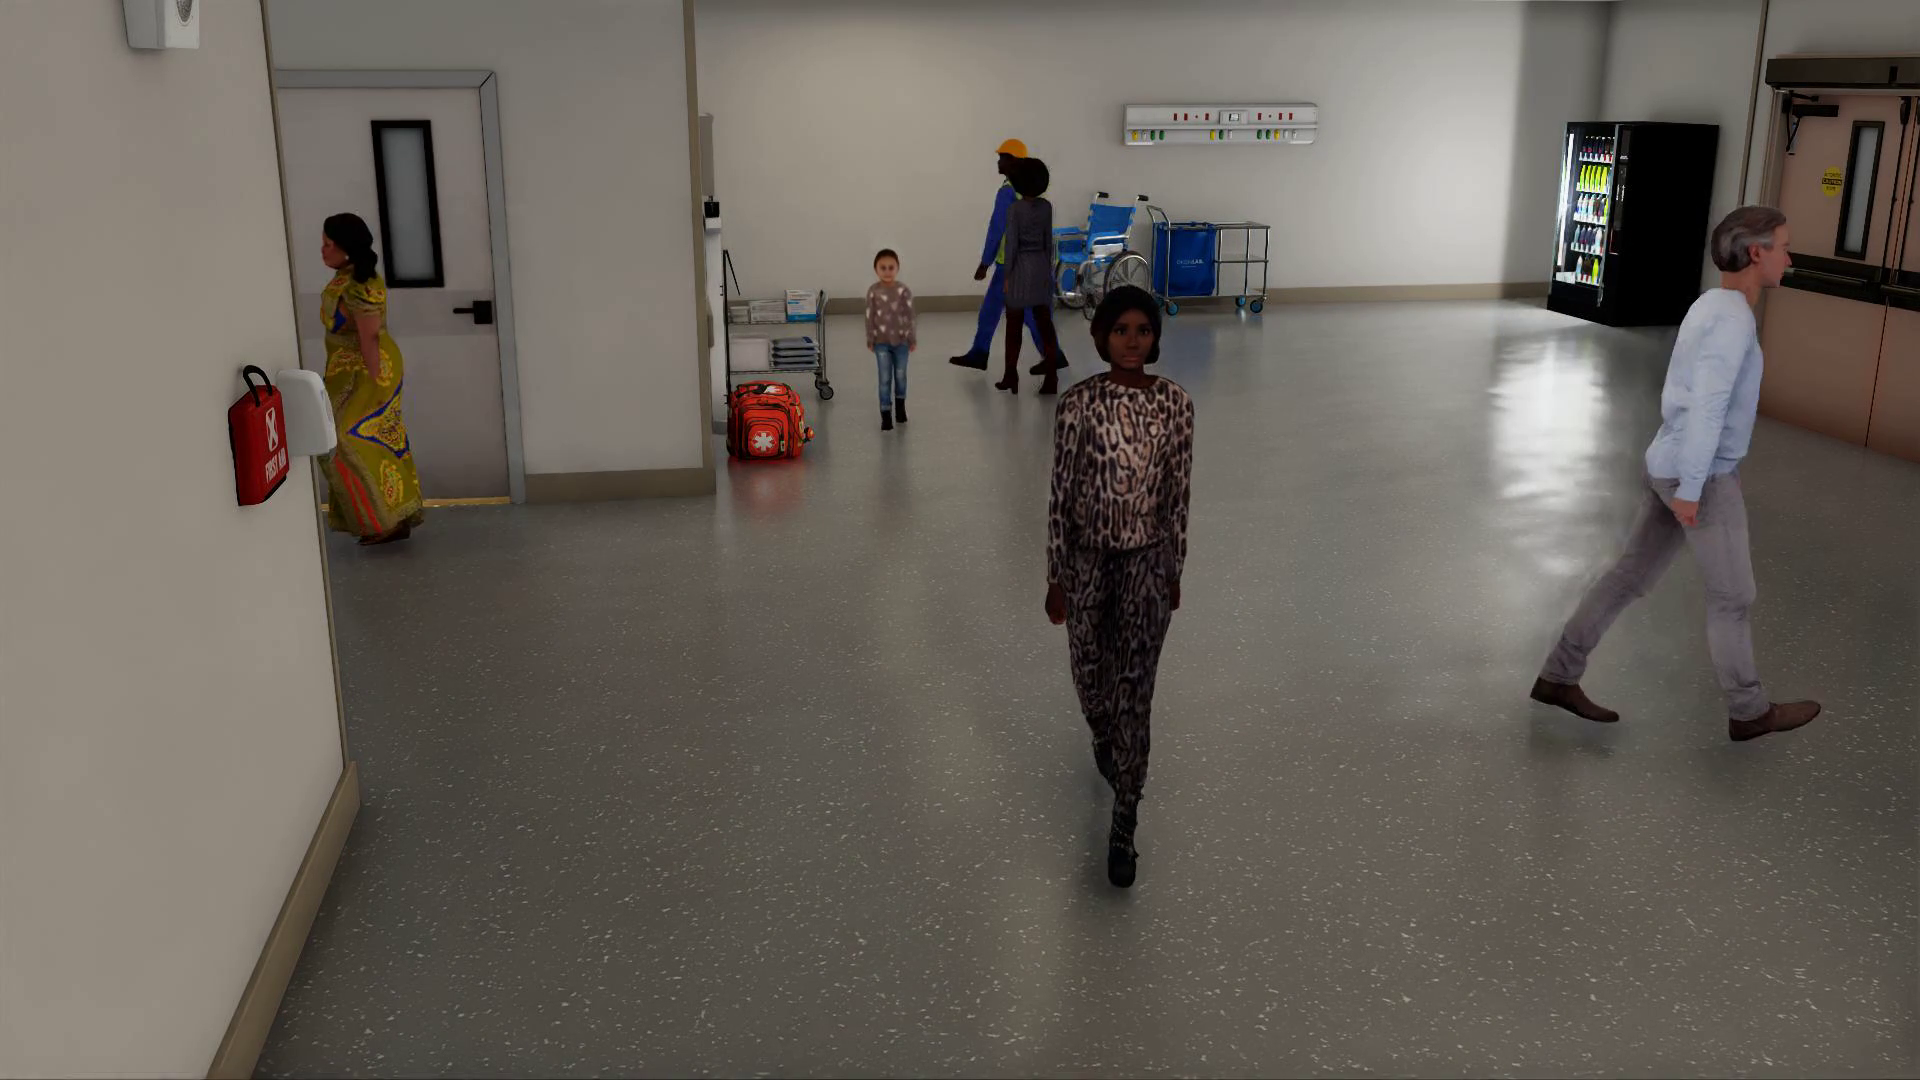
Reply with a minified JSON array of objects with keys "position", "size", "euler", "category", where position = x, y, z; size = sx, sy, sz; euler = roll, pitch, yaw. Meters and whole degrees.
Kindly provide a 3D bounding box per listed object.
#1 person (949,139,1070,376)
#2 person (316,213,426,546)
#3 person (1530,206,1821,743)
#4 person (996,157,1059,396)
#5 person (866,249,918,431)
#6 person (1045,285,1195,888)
[{"position":[0.468,-2.113,12.702],"size":[1.043,1.773,1.235],"euler":[4,16,14],"category":"person"},{"position":[-2.846,-0.779,8.206],"size":[0.927,1.645,0.753],"euler":[-6,17,-21],"category":"person"},{"position":[2.433,-0.184,5.734],"size":[1.077,1.842,1.227],"euler":[6,17,22],"category":"person"},{"position":[0.523,-1.902,12.065],"size":[0.728,1.713,0.813],"euler":[-10,19,-31],"category":"person"},{"position":[-0.441,-1.324,11.013],"size":[0.571,1.172,0.861],"euler":[0,16,0],"category":"person"},{"position":[0.463,0.098,5.043],"size":[0.792,1.675,1.209],"euler":[1,16,5],"category":"person"}]
